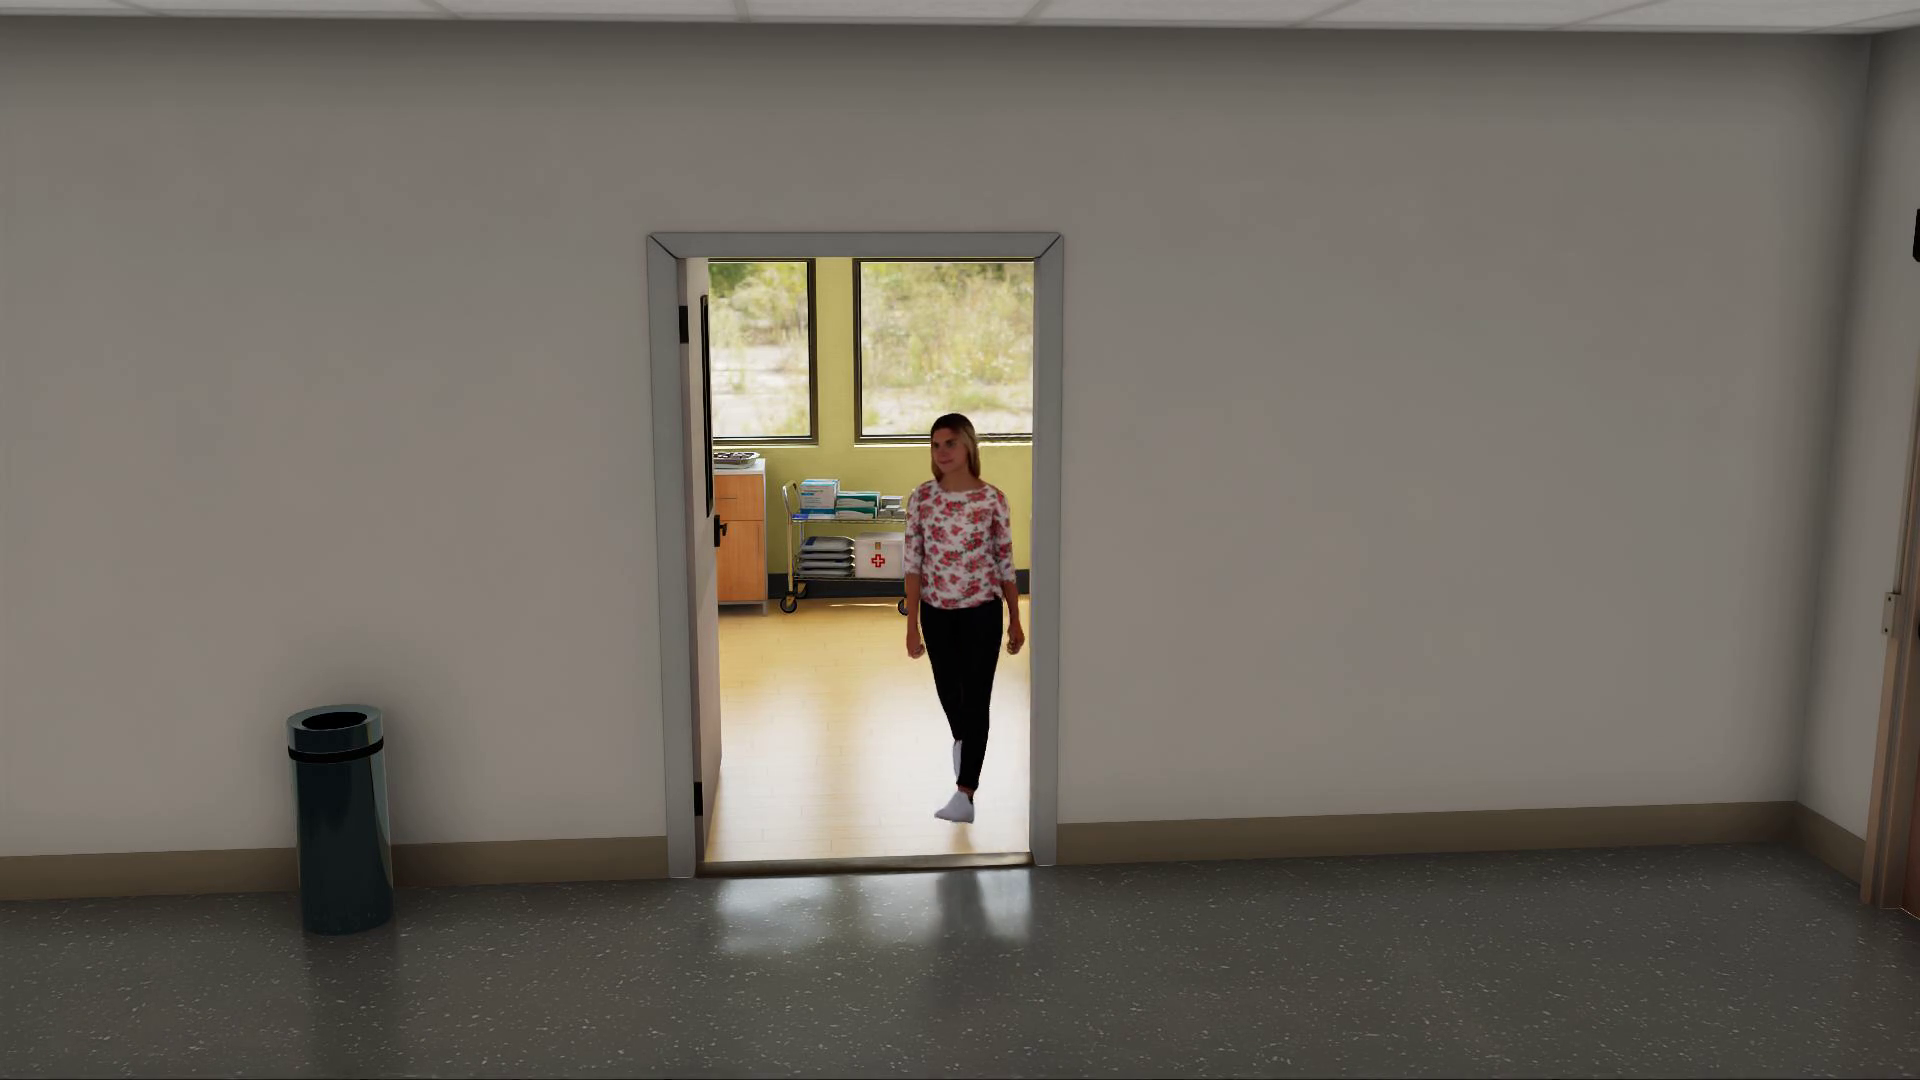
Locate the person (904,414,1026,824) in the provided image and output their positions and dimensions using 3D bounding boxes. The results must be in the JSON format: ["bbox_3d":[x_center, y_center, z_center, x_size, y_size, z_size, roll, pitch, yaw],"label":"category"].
[{"bbox_3d":[0.022,0.296,6.699,1.157,1.580,0.909,1,11,7],"label":"person"}]
